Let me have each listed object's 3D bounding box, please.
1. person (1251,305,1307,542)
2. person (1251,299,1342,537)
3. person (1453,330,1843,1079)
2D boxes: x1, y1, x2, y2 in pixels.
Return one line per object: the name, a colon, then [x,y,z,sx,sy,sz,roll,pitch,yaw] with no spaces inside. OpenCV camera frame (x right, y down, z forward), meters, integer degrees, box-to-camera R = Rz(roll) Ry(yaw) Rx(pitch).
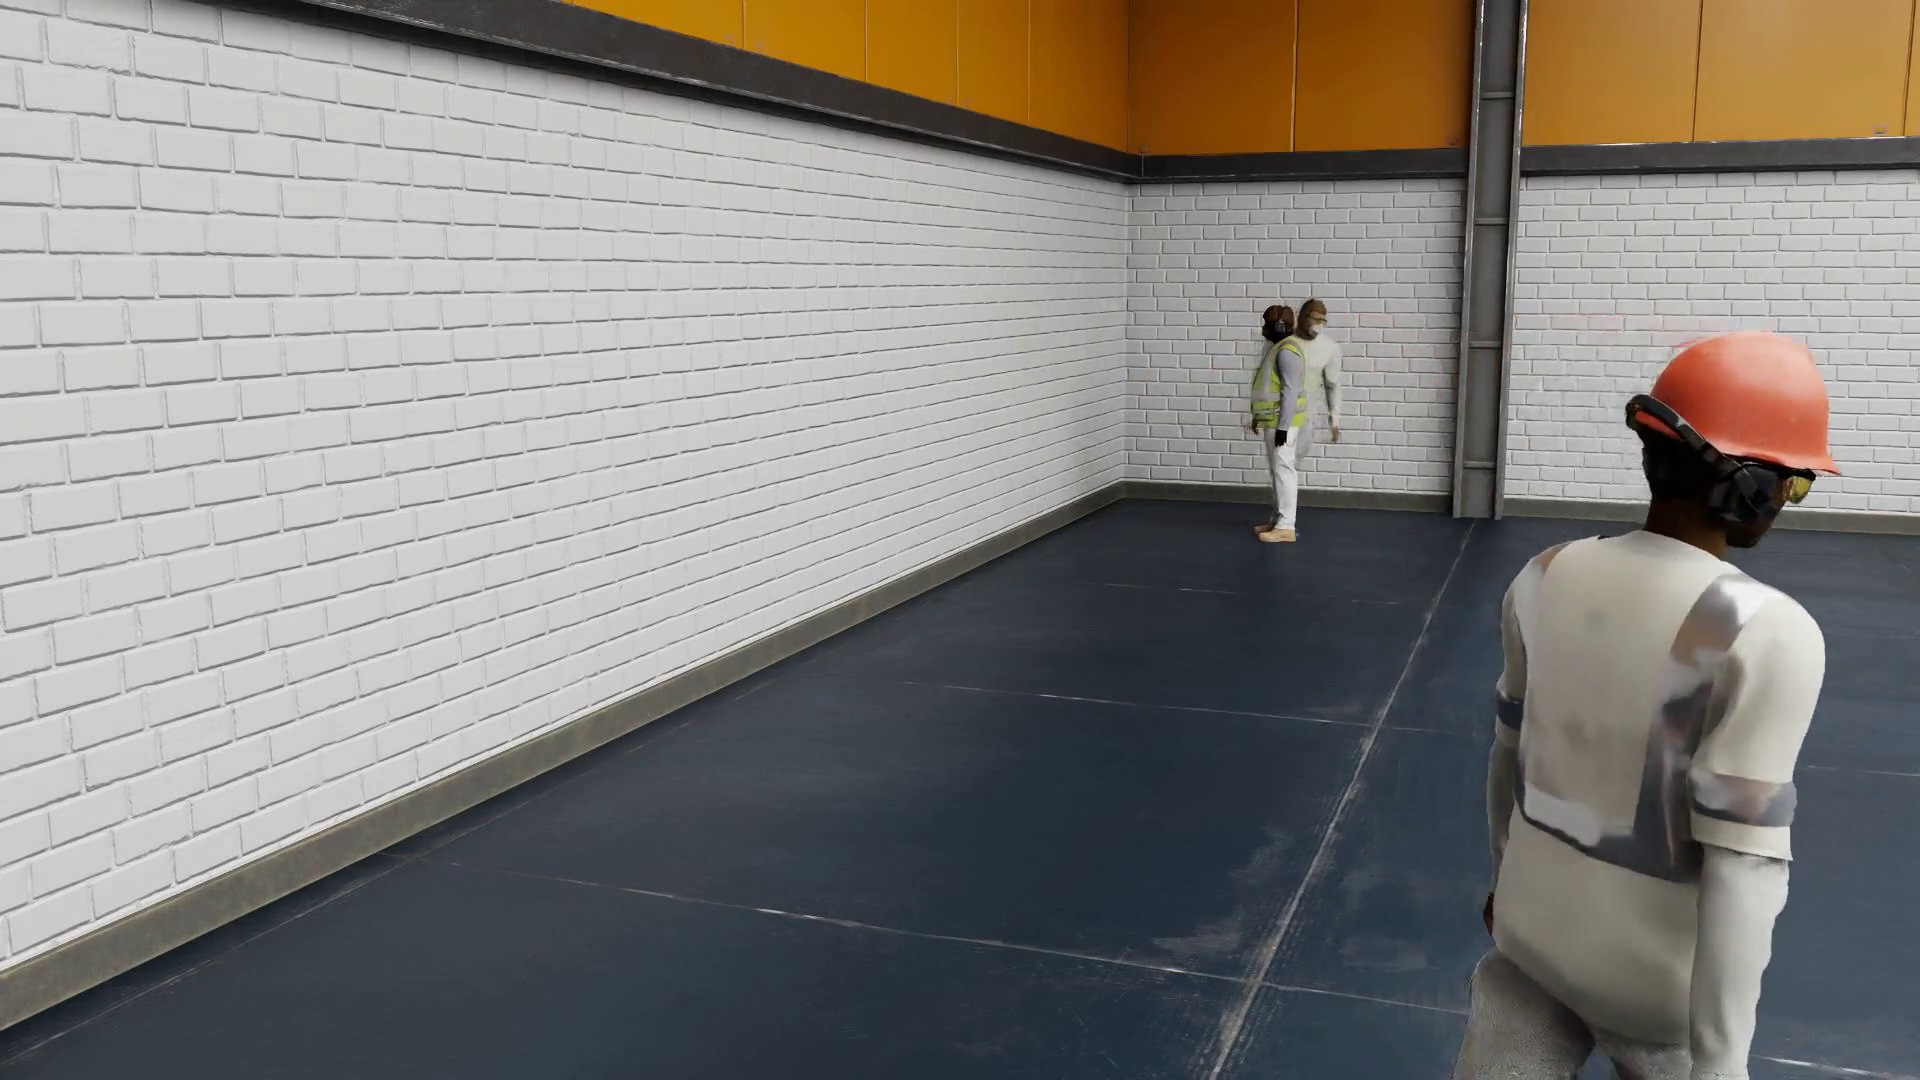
person: [2.482,-0.908,12.983,0.429,1.842,0.630,1,9,6]
person: [2.667,-0.955,13.149,0.653,1.880,0.780,-1,9,-7]
person: [1.103,0.651,2.754,1.050,1.972,0.748,-4,10,-24]
